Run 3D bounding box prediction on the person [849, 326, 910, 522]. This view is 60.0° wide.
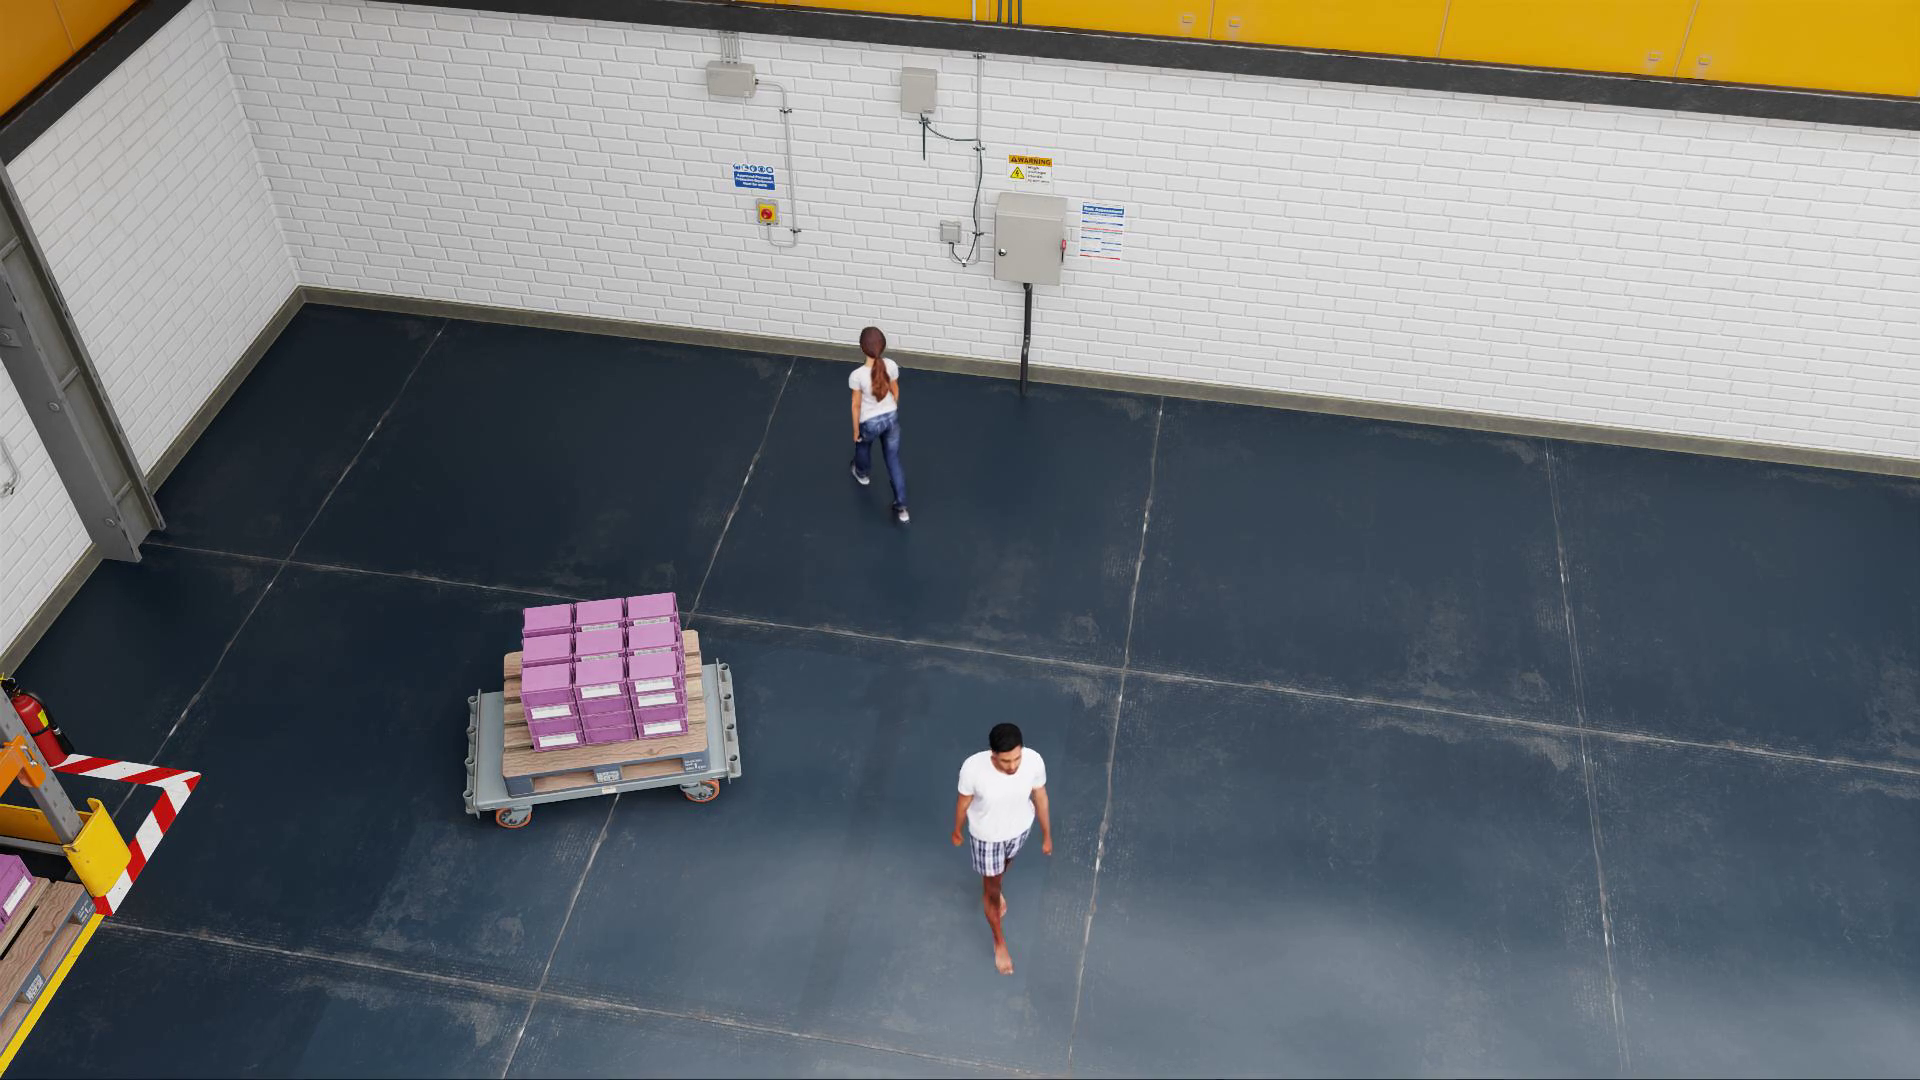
[{"bbox_3d":[-0.547,-0.806,11.761,0.891,1.525,1.105,-14,45,-14],"label":"person"}]

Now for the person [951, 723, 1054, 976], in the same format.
[{"bbox_3d":[0.200,1.516,9.192,0.919,1.706,1.038,-13,45,-13],"label":"person"}]
